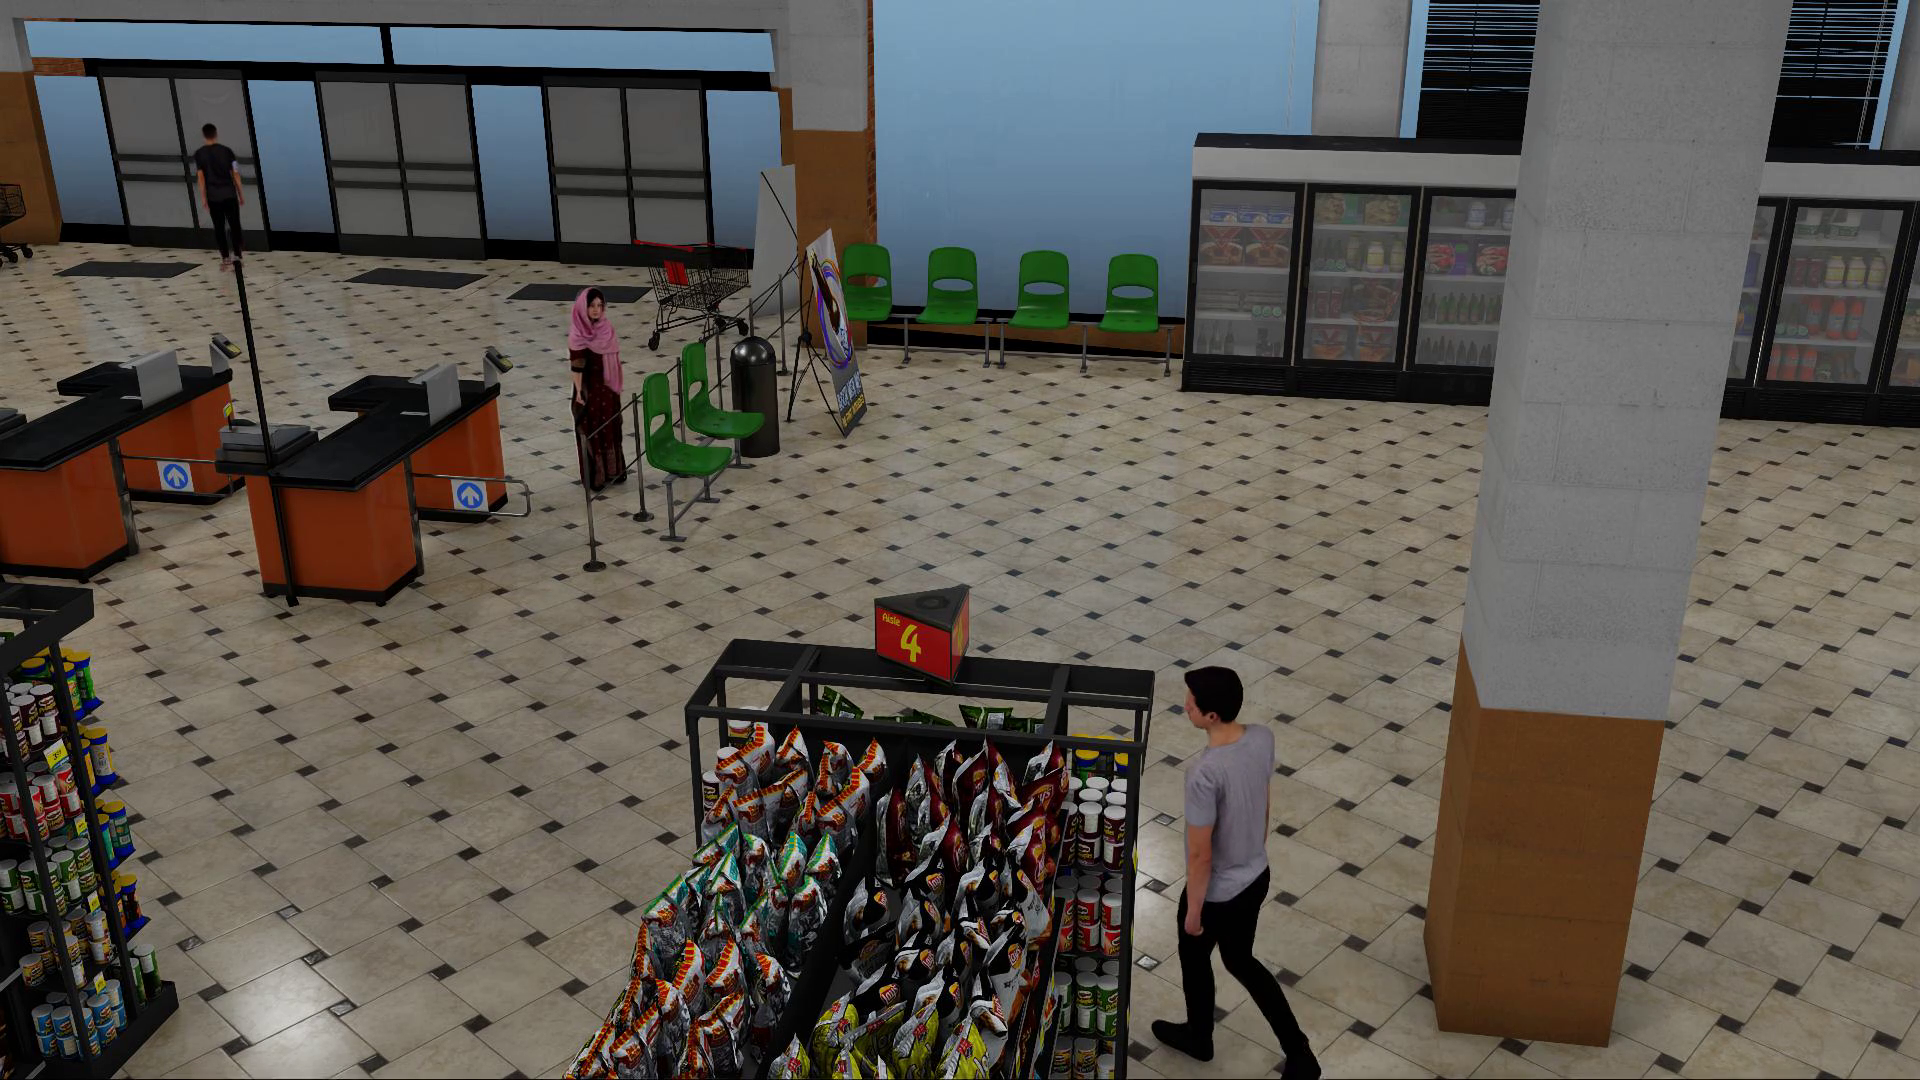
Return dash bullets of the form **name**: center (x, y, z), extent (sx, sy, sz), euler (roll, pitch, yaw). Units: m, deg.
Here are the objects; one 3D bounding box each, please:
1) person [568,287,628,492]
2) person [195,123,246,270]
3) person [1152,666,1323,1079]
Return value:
- **person**: center (-2.878, -1.208, 13.155), extent (0.805, 1.634, 0.676), euler (14, 26, 31)
- **person**: center (-9.094, -4.221, 20.488), extent (0.903, 1.759, 1.070), euler (-7, 23, -16)
- **person**: center (1.097, 1.380, 6.455), extent (1.136, 1.828, 1.133), euler (-18, 28, -38)
